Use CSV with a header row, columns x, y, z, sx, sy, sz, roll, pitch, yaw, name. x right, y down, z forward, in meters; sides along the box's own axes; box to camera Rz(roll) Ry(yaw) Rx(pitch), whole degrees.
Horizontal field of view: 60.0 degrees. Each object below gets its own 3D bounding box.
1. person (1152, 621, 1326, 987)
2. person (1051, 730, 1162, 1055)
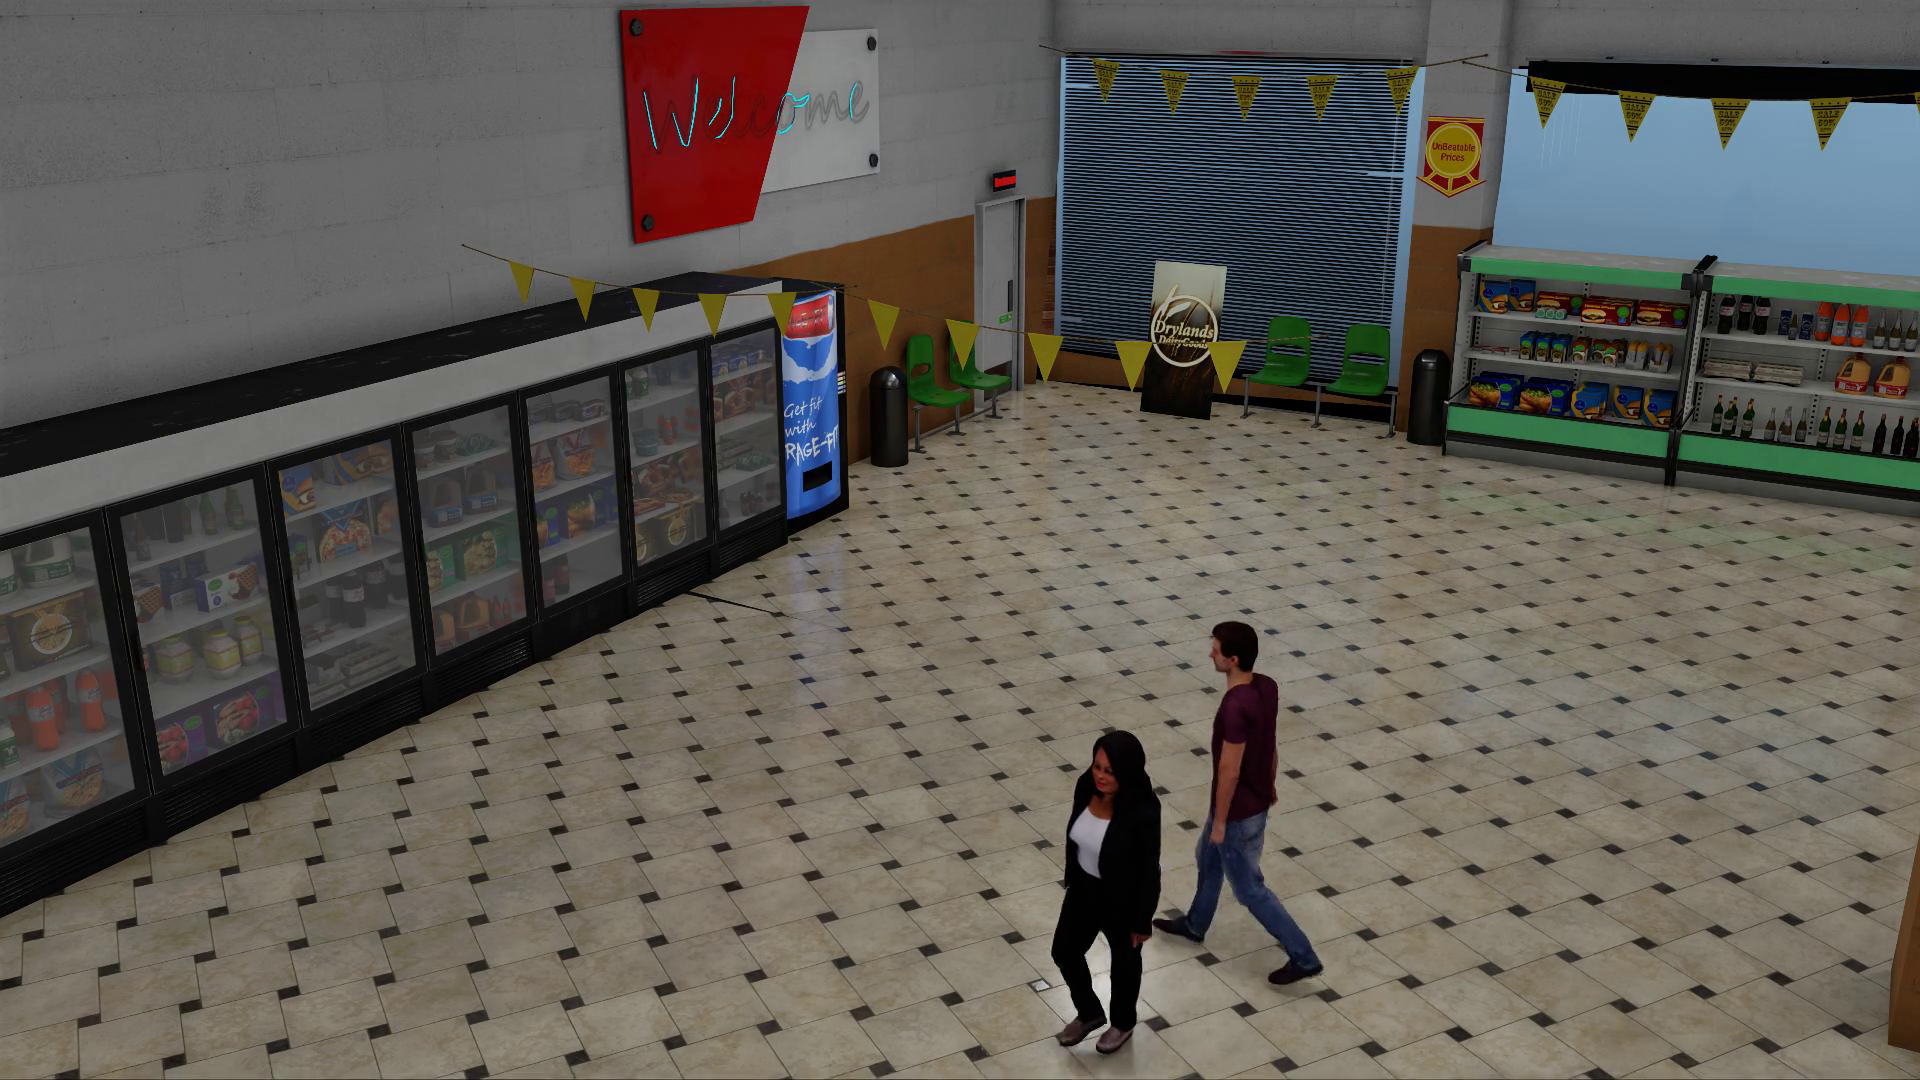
x,y,z,sx,sy,sz,roll,pitch,yaw,name
1.424,1.289,7.930,1.160,1.805,0.710,9,21,26,person
0.731,1.554,7.463,0.651,1.601,0.796,16,24,39,person
